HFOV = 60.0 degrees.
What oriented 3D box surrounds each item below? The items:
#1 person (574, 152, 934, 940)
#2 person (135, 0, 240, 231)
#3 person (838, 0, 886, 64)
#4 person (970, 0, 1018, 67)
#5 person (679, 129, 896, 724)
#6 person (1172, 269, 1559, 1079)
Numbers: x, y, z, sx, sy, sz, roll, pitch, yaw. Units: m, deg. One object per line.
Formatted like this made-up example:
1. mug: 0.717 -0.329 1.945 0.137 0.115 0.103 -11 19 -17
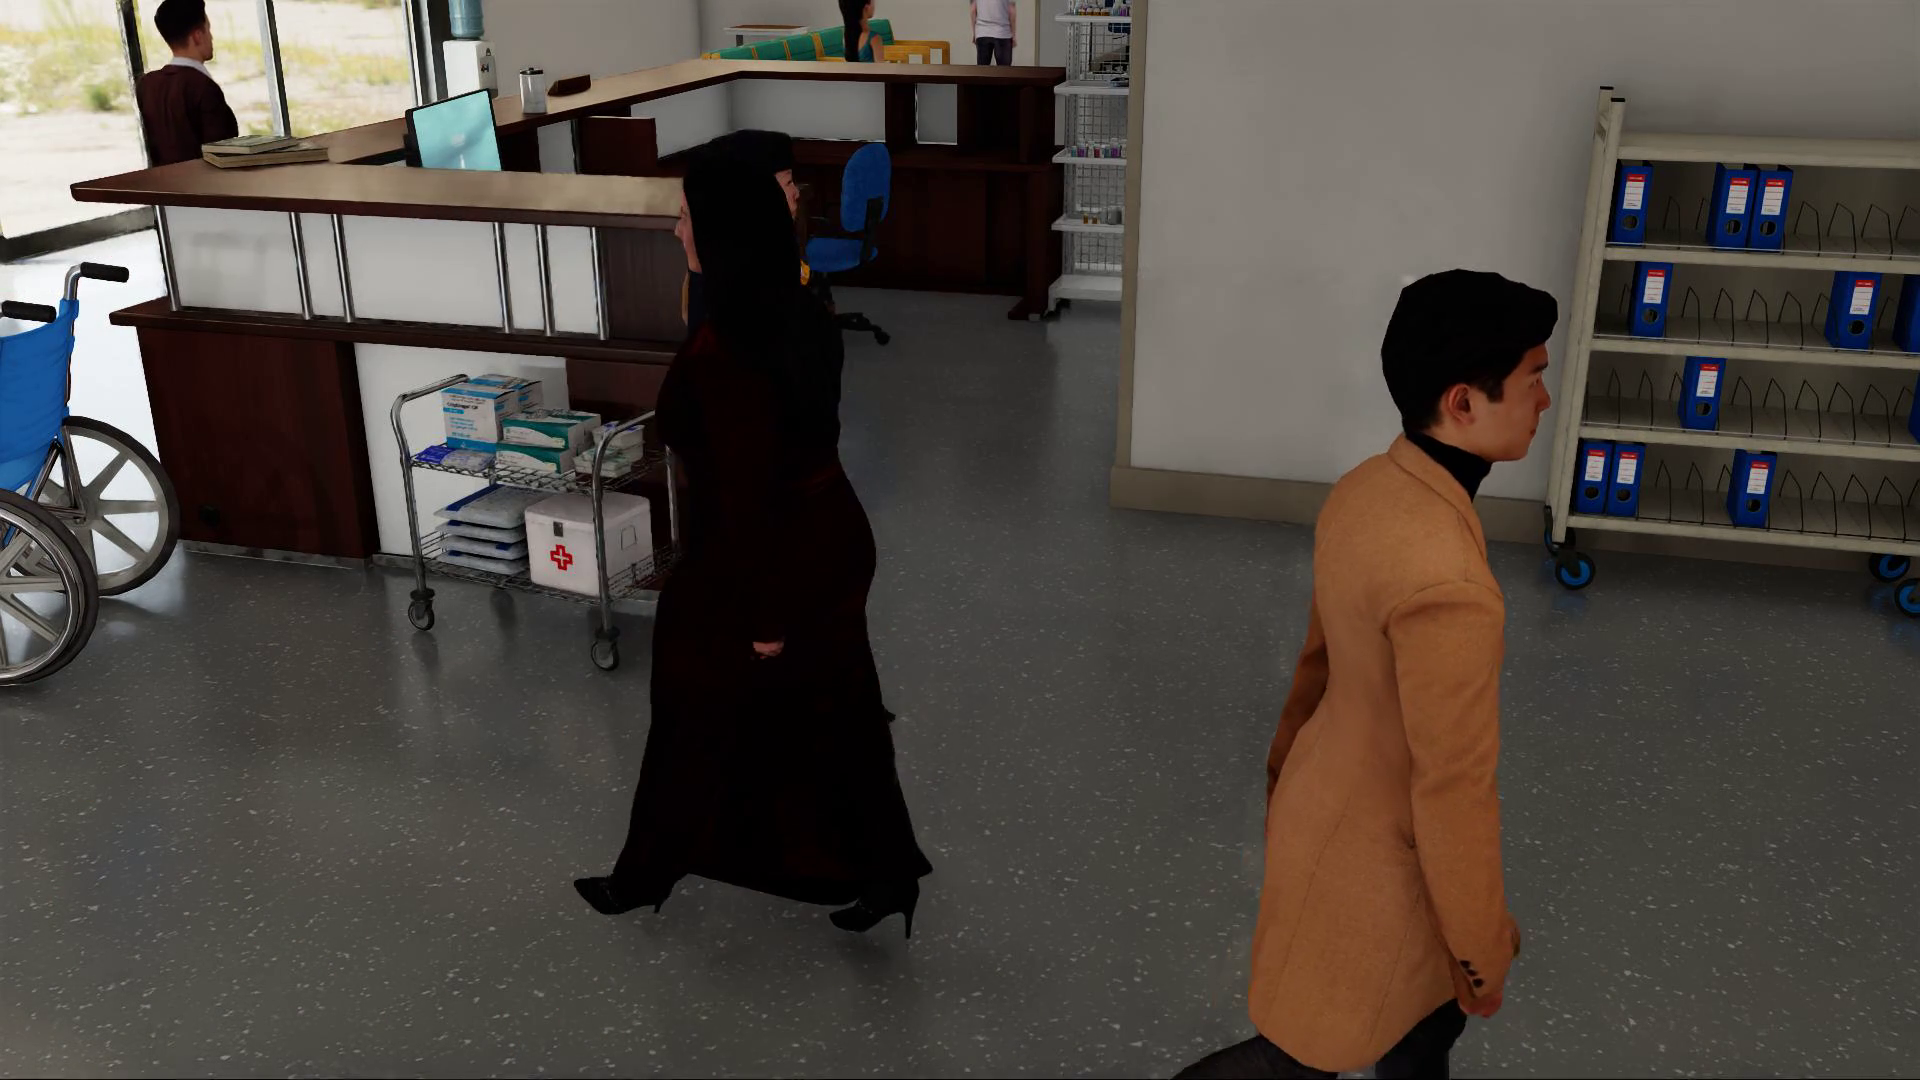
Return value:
1. person: -0.291 0.104 3.452 1.036 1.722 0.681 6 22 16
2. person: -3.245 -1.298 7.021 1.144 1.814 0.888 9 23 22
3. person: -0.670 -3.033 11.784 0.563 1.686 0.675 18 27 39
4. person: 0.351 -5.317 17.607 0.524 1.833 0.717 7 22 17
5. person: -0.642 -0.235 4.441 0.944 1.655 0.859 -2 21 -5
6. person: 0.522 0.452 2.512 1.157 1.694 0.796 2 21 6
